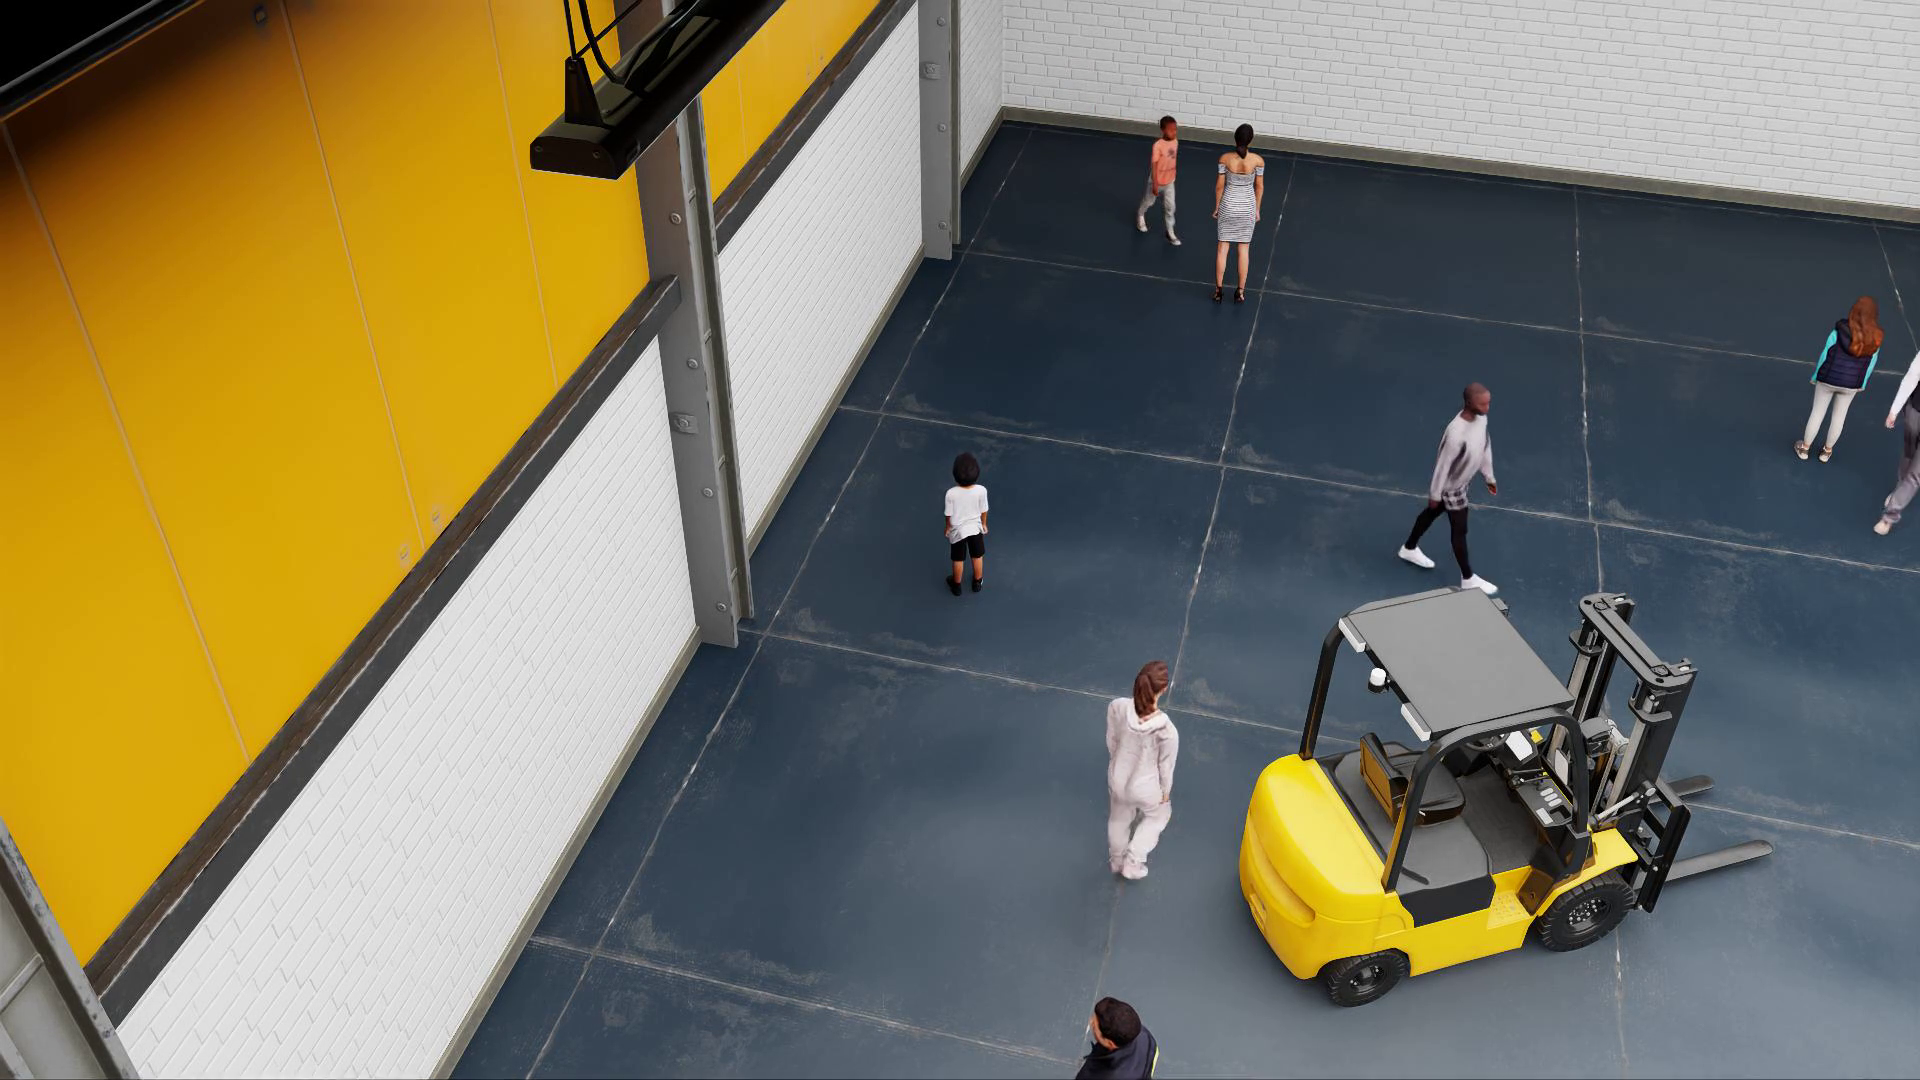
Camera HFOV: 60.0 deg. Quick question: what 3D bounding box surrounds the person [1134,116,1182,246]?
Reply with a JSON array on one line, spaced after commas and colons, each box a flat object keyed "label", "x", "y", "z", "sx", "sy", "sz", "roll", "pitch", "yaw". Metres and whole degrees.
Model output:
[{"label": "person", "x": 1.985, "y": -3.667, "z": 16.776, "sx": 0.848, "sy": 1.293, "sz": 0.939, "roll": -17, "pitch": 42, "yaw": -20}]

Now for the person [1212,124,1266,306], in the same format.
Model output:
[{"label": "person", "x": 2.589, "y": -3.043, "z": 15.571, "sx": 0.604, "sy": 1.822, "sz": 0.541, "roll": 7, "pitch": 39, "yaw": 9}]

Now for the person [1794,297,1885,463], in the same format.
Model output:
[{"label": "person", "x": 7.237, "y": -1.324, "z": 13.677, "sx": 0.576, "sy": 1.500, "sz": 0.572, "roll": 11, "pitch": 40, "yaw": 14}]

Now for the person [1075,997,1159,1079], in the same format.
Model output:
[{"label": "person", "x": 0.738, "y": 2.870, "z": 8.083, "sx": 0.880, "sy": 1.928, "sz": 0.641, "roll": 15, "pitch": 41, "yaw": 18}]

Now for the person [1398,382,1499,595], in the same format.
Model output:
[{"label": "person", "x": 3.595, "y": -0.462, "z": 12.406, "sx": 0.959, "sy": 1.739, "sz": 1.089, "roll": 25, "pitch": 45, "yaw": 28}]

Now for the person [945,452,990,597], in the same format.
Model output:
[{"label": "person", "x": 0.047, "y": -0.118, "z": 12.355, "sx": 0.576, "sy": 1.265, "sz": 0.621, "roll": -8, "pitch": 39, "yaw": -10}]

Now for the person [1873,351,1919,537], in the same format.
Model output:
[{"label": "person", "x": 7.610, "y": -1.015, "z": 12.966, "sx": 1.210, "sy": 1.905, "sz": 1.065, "roll": -28, "pitch": 46, "yaw": -30}]

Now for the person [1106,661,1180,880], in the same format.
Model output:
[{"label": "person", "x": 1.030, "y": 1.478, "z": 10.030, "sx": 0.728, "sy": 1.673, "sz": 0.737, "roll": 22, "pitch": 44, "yaw": 25}]
